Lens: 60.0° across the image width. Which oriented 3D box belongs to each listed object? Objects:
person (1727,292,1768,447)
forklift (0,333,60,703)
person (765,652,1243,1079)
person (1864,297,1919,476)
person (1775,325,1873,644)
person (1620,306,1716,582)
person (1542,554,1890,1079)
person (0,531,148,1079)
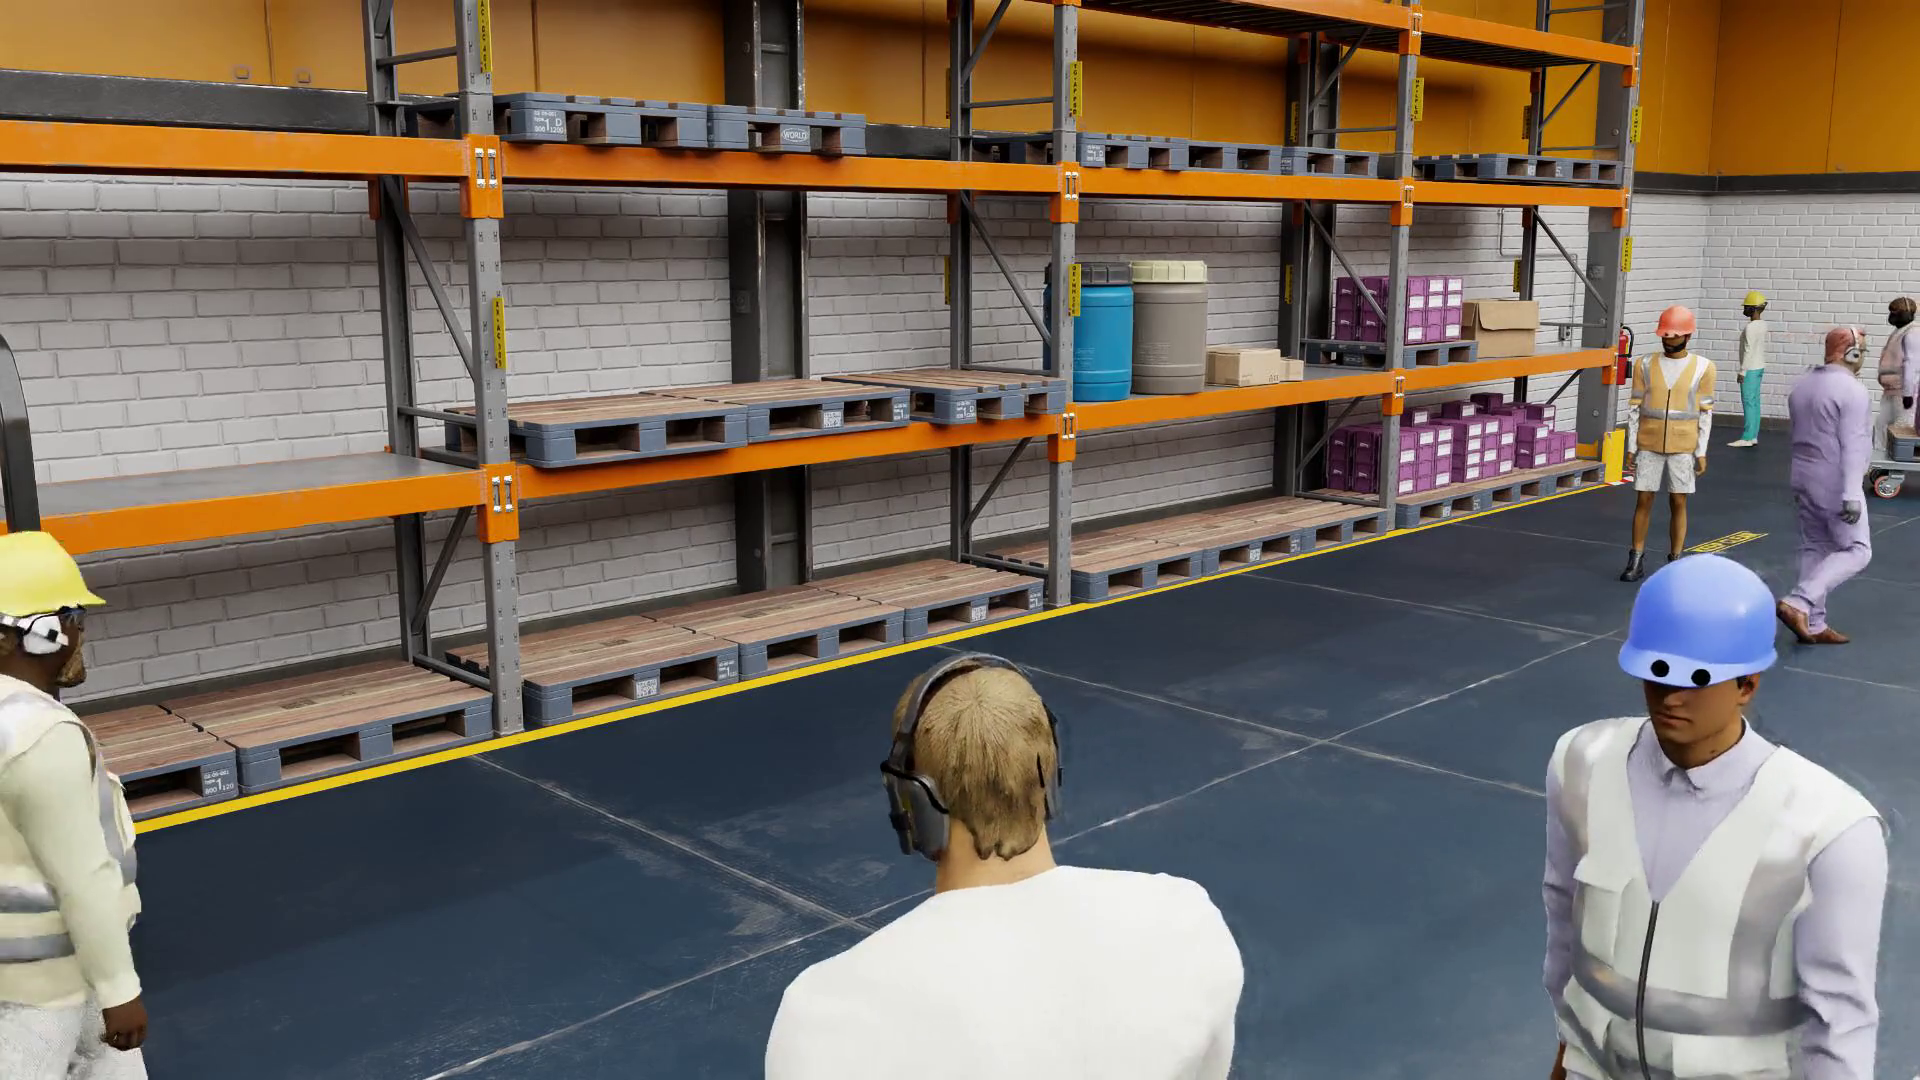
[{"bbox_3d":[8.999,-1.937,18.960,0.308,1.769,0.525,9,13,39],"label":"person"},{"bbox_3d":[-3.289,0.485,4.582,1.214,2.155,2.313,-10,14,-44],"label":"forklift"},{"bbox_3d":[0.093,1.091,2.067,0.638,1.910,0.851,-3,11,-18],"label":"person"},{"bbox_3d":[9.394,-1.483,16.389,0.775,1.815,0.624,3,11,16],"label":"person"},{"bbox_3d":[5.050,-0.301,9.708,0.464,1.886,0.667,0,10,-2],"label":"person"},{"bbox_3d":[4.876,-0.645,11.470,0.542,1.929,0.374,6,12,28],"label":"person"},{"bbox_3d":[1.304,0.939,2.934,1.017,1.902,0.619,-9,14,-41],"label":"person"},{"bbox_3d":[-2.043,0.887,3.506,0.593,1.796,0.892,10,15,44],"label":"person"}]
